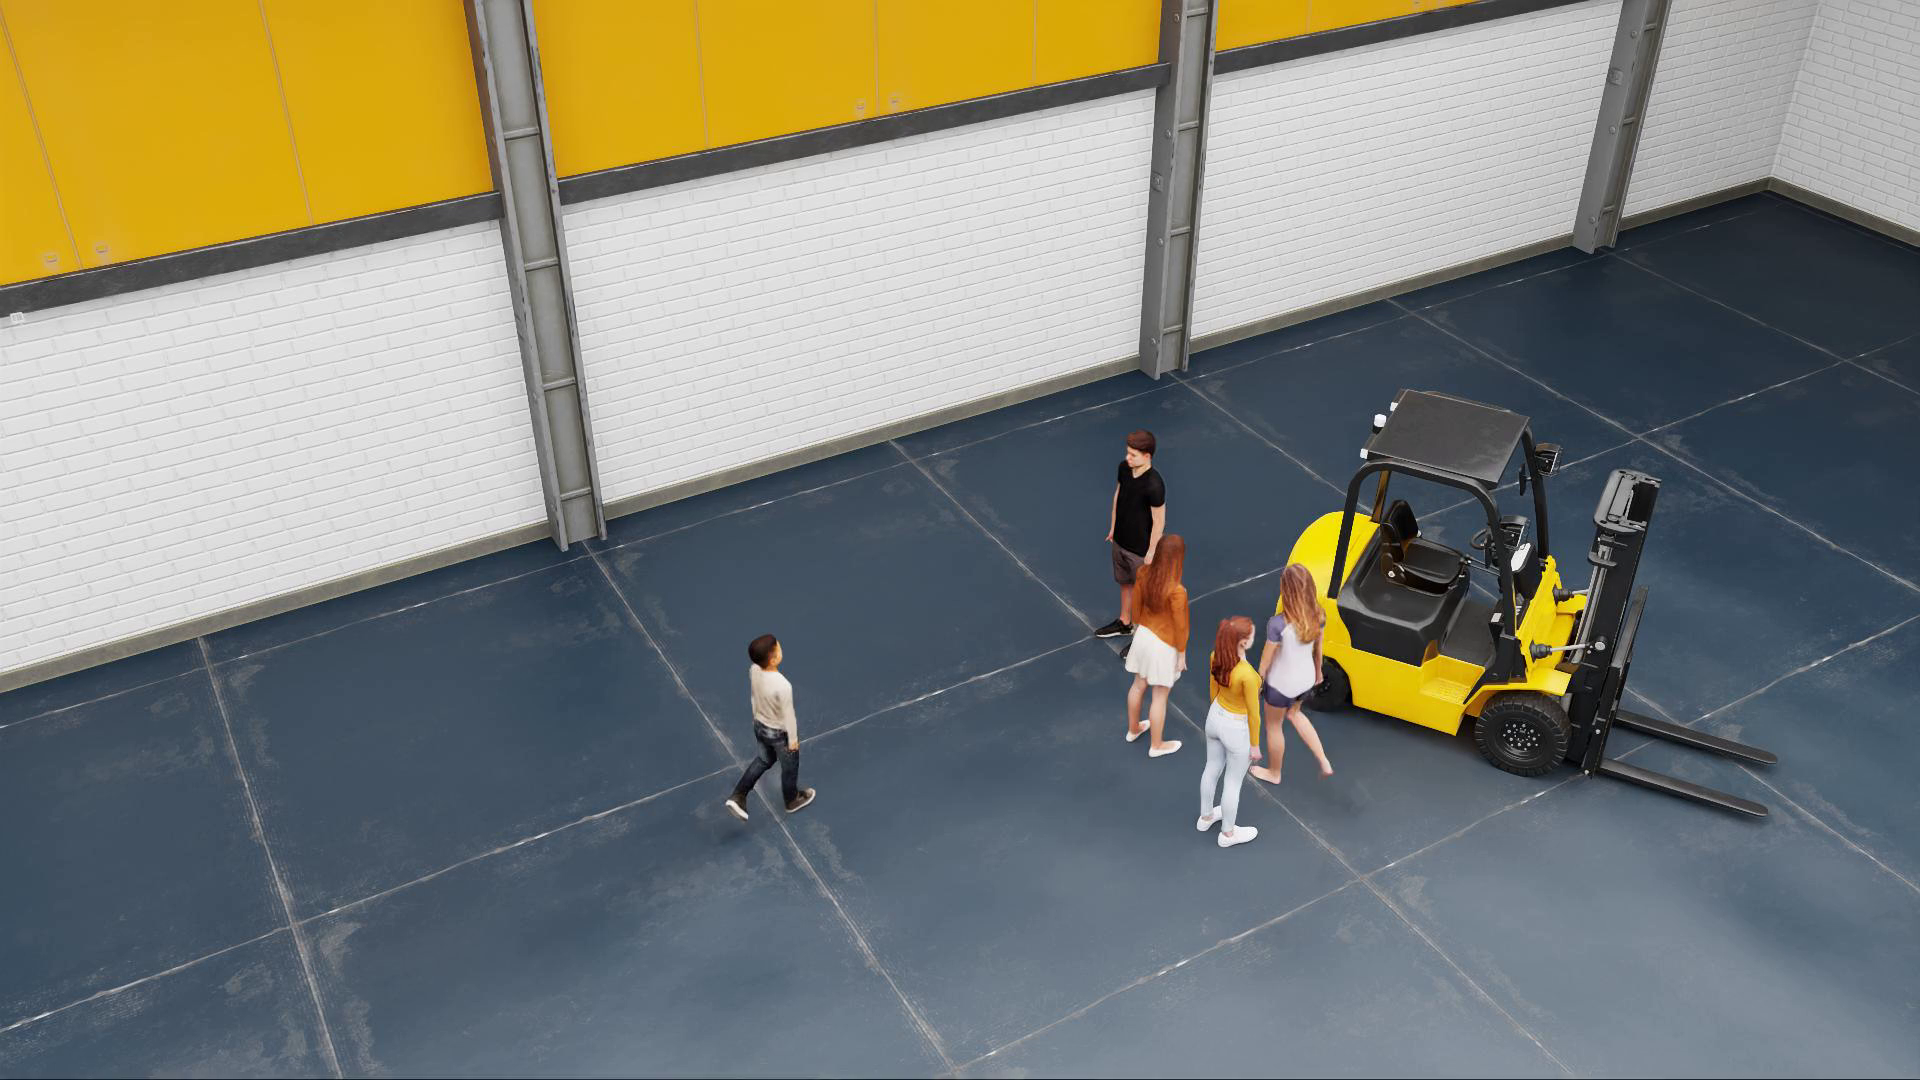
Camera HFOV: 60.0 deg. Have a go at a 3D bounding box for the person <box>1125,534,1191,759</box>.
[{"bbox_3d":[1.329,0.704,11.266,0.617,1.719,0.664,-25,41,-32],"label":"person"}]

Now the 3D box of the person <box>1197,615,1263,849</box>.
[{"bbox_3d":[1.703,1.199,10.495,0.577,1.749,0.584,-20,38,-27],"label":"person"}]

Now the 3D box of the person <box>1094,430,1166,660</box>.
[{"bbox_3d":[1.302,0.004,12.191,0.547,1.861,0.680,-18,38,-25],"label":"person"}]

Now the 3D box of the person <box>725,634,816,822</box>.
[{"bbox_3d":[-1.247,1.242,10.702,0.915,1.449,0.677,-28,43,-35],"label":"person"}]

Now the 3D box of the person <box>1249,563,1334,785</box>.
[{"bbox_3d":[2.236,0.942,10.912,0.730,1.716,0.754,-21,39,-29],"label":"person"}]
